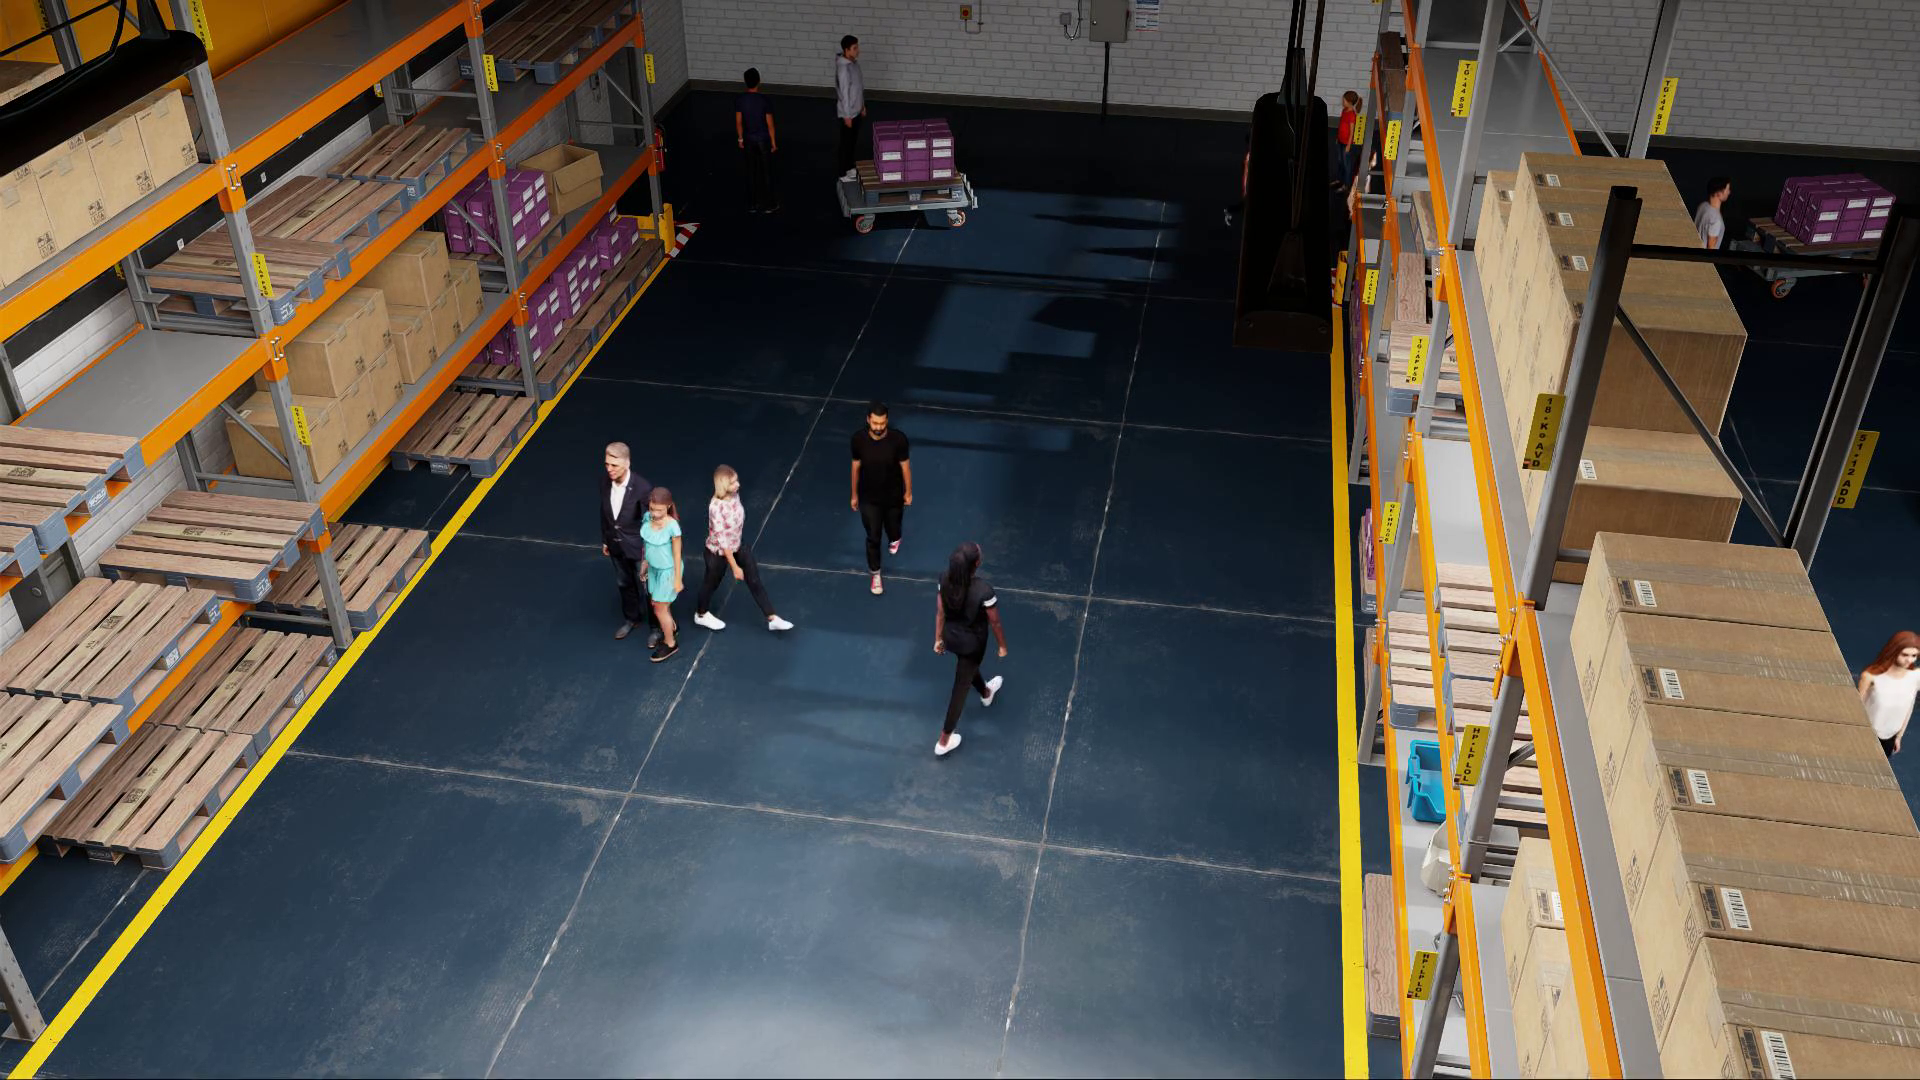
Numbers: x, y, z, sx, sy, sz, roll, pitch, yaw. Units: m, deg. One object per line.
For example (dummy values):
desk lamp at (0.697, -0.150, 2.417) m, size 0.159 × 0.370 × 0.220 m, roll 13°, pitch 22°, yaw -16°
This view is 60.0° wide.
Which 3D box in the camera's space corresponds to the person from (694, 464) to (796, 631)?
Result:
person at (-1.933, 0.081, 13.182) m, size 0.832 × 1.590 × 1.095 m, roll 11°, pitch 35°, yaw 15°

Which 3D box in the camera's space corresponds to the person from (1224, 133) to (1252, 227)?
person at (3.457, -4.333, 20.133) m, size 0.752 × 1.247 × 0.764 m, roll 20°, pitch 38°, yaw 27°

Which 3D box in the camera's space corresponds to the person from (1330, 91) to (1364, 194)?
person at (4.935, -5.097, 21.224) m, size 0.607 × 1.310 × 0.511 m, roll -6°, pitch 34°, yaw -10°

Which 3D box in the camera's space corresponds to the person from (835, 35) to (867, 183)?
person at (-1.423, -5.507, 21.289) m, size 0.746 × 1.923 × 0.513 m, roll 8°, pitch 35°, yaw 12°

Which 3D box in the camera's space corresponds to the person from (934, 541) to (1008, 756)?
person at (0.002, 0.805, 12.011) m, size 0.953 × 1.681 × 1.252 m, roll 20°, pitch 39°, yaw 28°

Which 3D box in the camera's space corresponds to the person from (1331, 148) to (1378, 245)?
person at (4.525, -3.834, 19.193) m, size 0.660 × 1.456 × 0.886 m, roll 6°, pitch 34°, yaw 9°

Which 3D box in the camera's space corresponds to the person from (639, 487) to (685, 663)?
person at (-2.280, 0.219, 13.025) m, size 0.752 × 1.535 × 0.694 m, roll -27°, pitch 42°, yaw -34°

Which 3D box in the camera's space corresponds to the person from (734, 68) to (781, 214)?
person at (-2.514, -4.927, 20.533) m, size 0.650 × 1.793 × 0.520 m, roll 5°, pitch 34°, yaw 7°

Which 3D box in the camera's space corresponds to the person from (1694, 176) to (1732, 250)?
person at (7.754, -2.941, 17.490) m, size 0.740 × 1.853 × 0.509 m, roll 3°, pitch 34°, yaw 5°

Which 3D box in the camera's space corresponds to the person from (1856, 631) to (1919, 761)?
person at (6.150, 1.277, 11.272) m, size 0.612 × 1.712 × 0.590 m, roll 1°, pitch 34°, yaw 1°

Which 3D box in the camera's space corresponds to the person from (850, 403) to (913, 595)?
person at (-0.651, -0.422, 13.808) m, size 0.766 × 1.735 × 0.982 m, roll 3°, pitch 34°, yaw 4°

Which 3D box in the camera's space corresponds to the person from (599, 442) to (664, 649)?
person at (-2.581, 0.008, 13.092) m, size 0.728 × 1.811 × 0.671 m, roll 14°, pitch 36°, yaw 20°
